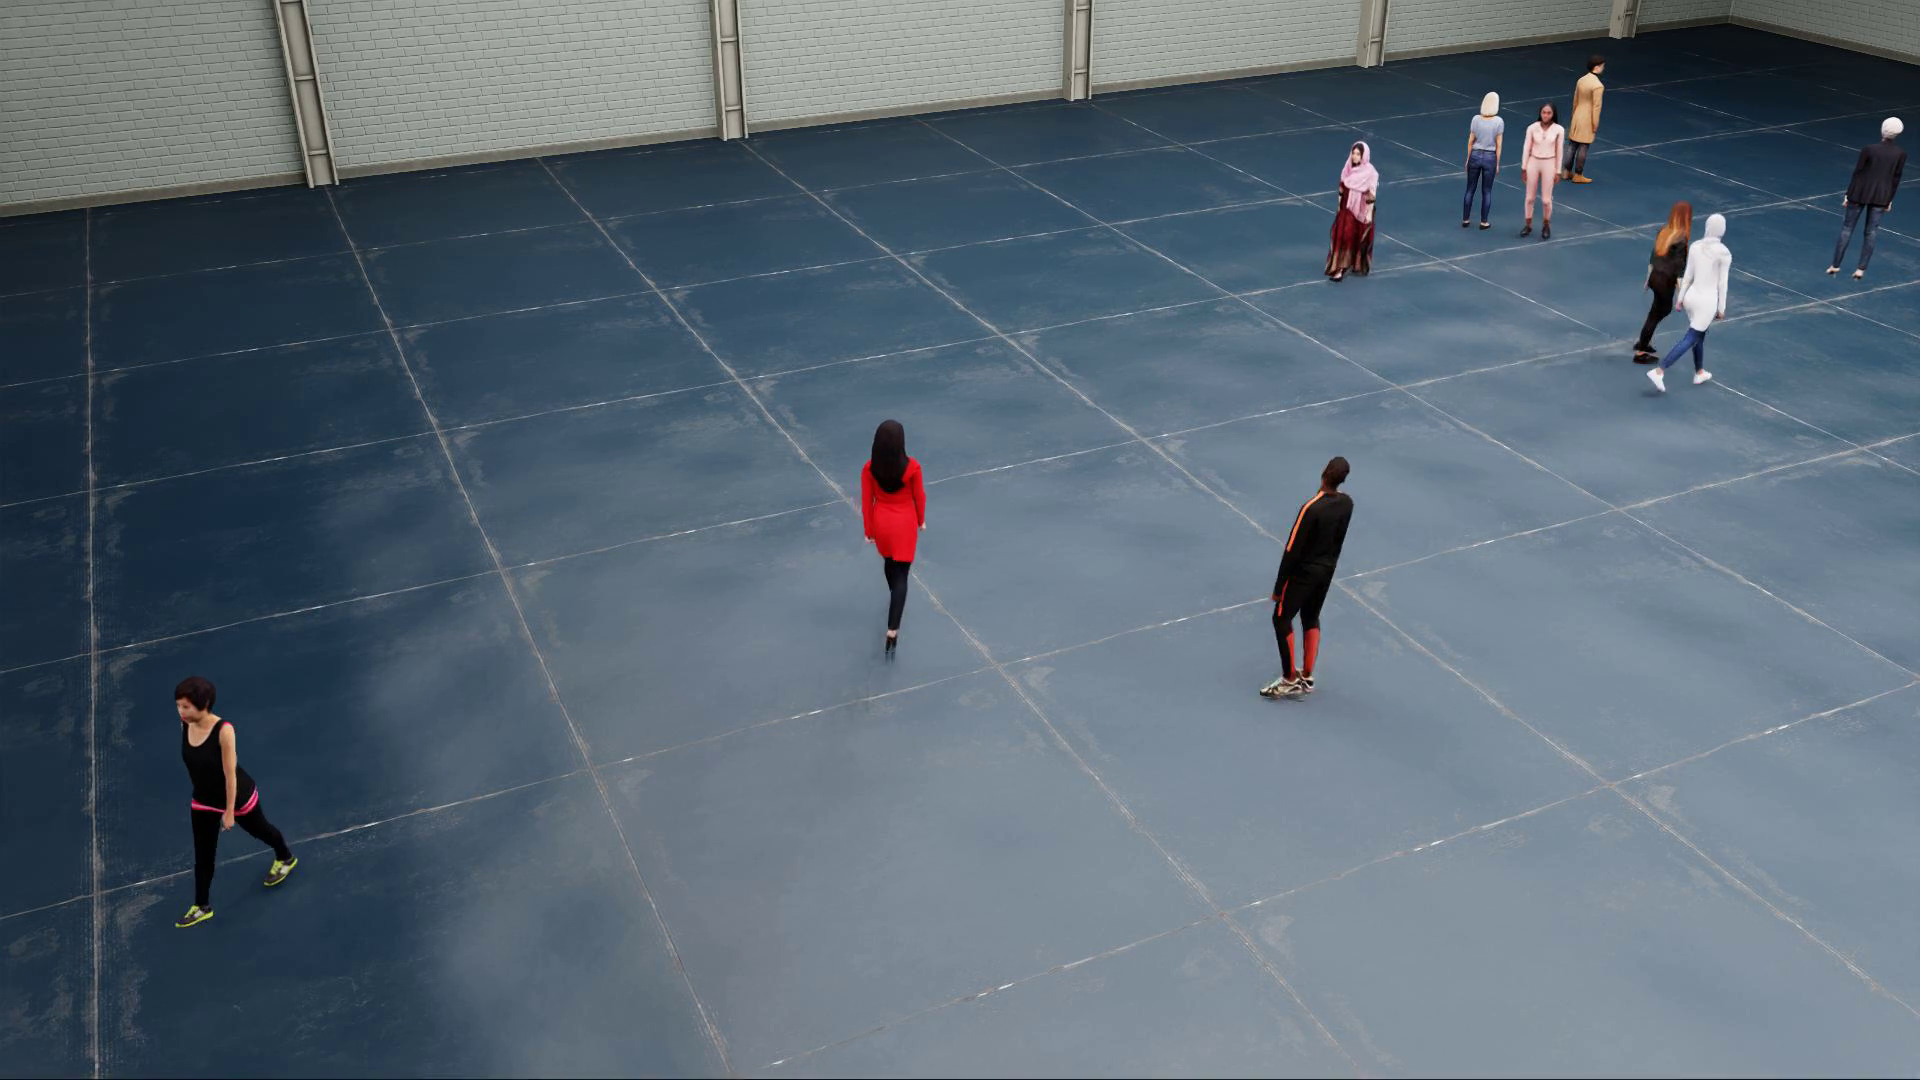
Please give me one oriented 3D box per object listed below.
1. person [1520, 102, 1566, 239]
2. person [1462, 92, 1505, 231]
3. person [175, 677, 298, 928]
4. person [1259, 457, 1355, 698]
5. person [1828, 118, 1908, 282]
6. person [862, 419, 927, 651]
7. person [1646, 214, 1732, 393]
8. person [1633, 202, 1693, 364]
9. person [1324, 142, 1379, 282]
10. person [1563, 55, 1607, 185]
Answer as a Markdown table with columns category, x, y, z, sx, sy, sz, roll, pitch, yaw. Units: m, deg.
| category | x | y | z | sx | sy | sz | roll | pitch | yaw |
| --- | --- | --- | --- | --- | --- | --- | --- | --- | --- |
| person | 7.255 | -4.605 | 20.745 | 0.759 | 1.702 | 0.808 | 12 | 30 | 21 |
| person | 6.643 | -4.822 | 21.130 | 0.652 | 1.722 | 0.680 | 15 | 32 | 27 |
| person | -4.185 | 1.434 | 9.607 | 0.980 | 1.511 | 1.040 | 10 | 30 | 18 |
| person | 2.422 | 0.268 | 11.520 | 0.551 | 1.771 | 0.869 | -24 | 37 | -38 |
| person | 9.645 | -3.646 | 17.720 | 0.817 | 1.775 | 0.792 | 8 | 29 | 15 |
| person | -0.477 | -0.008 | 12.110 | 1.116 | 1.704 | 1.054 | 3 | 28 | 6 |
| person | 7.213 | -2.290 | 16.359 | 1.112 | 1.739 | 0.639 | -10 | 30 | -18 |
| person | 7.099 | -2.619 | 17.015 | 0.713 | 1.703 | 0.705 | 0 | 28 | 0 |
| person | 4.654 | -3.837 | 19.402 | 1.008 | 1.608 | 1.164 | 16 | 32 | 28 |
| person | 8.647 | -5.834 | 23.028 | 0.632 | 1.726 | 0.653 | -10 | 29 | -17 |
